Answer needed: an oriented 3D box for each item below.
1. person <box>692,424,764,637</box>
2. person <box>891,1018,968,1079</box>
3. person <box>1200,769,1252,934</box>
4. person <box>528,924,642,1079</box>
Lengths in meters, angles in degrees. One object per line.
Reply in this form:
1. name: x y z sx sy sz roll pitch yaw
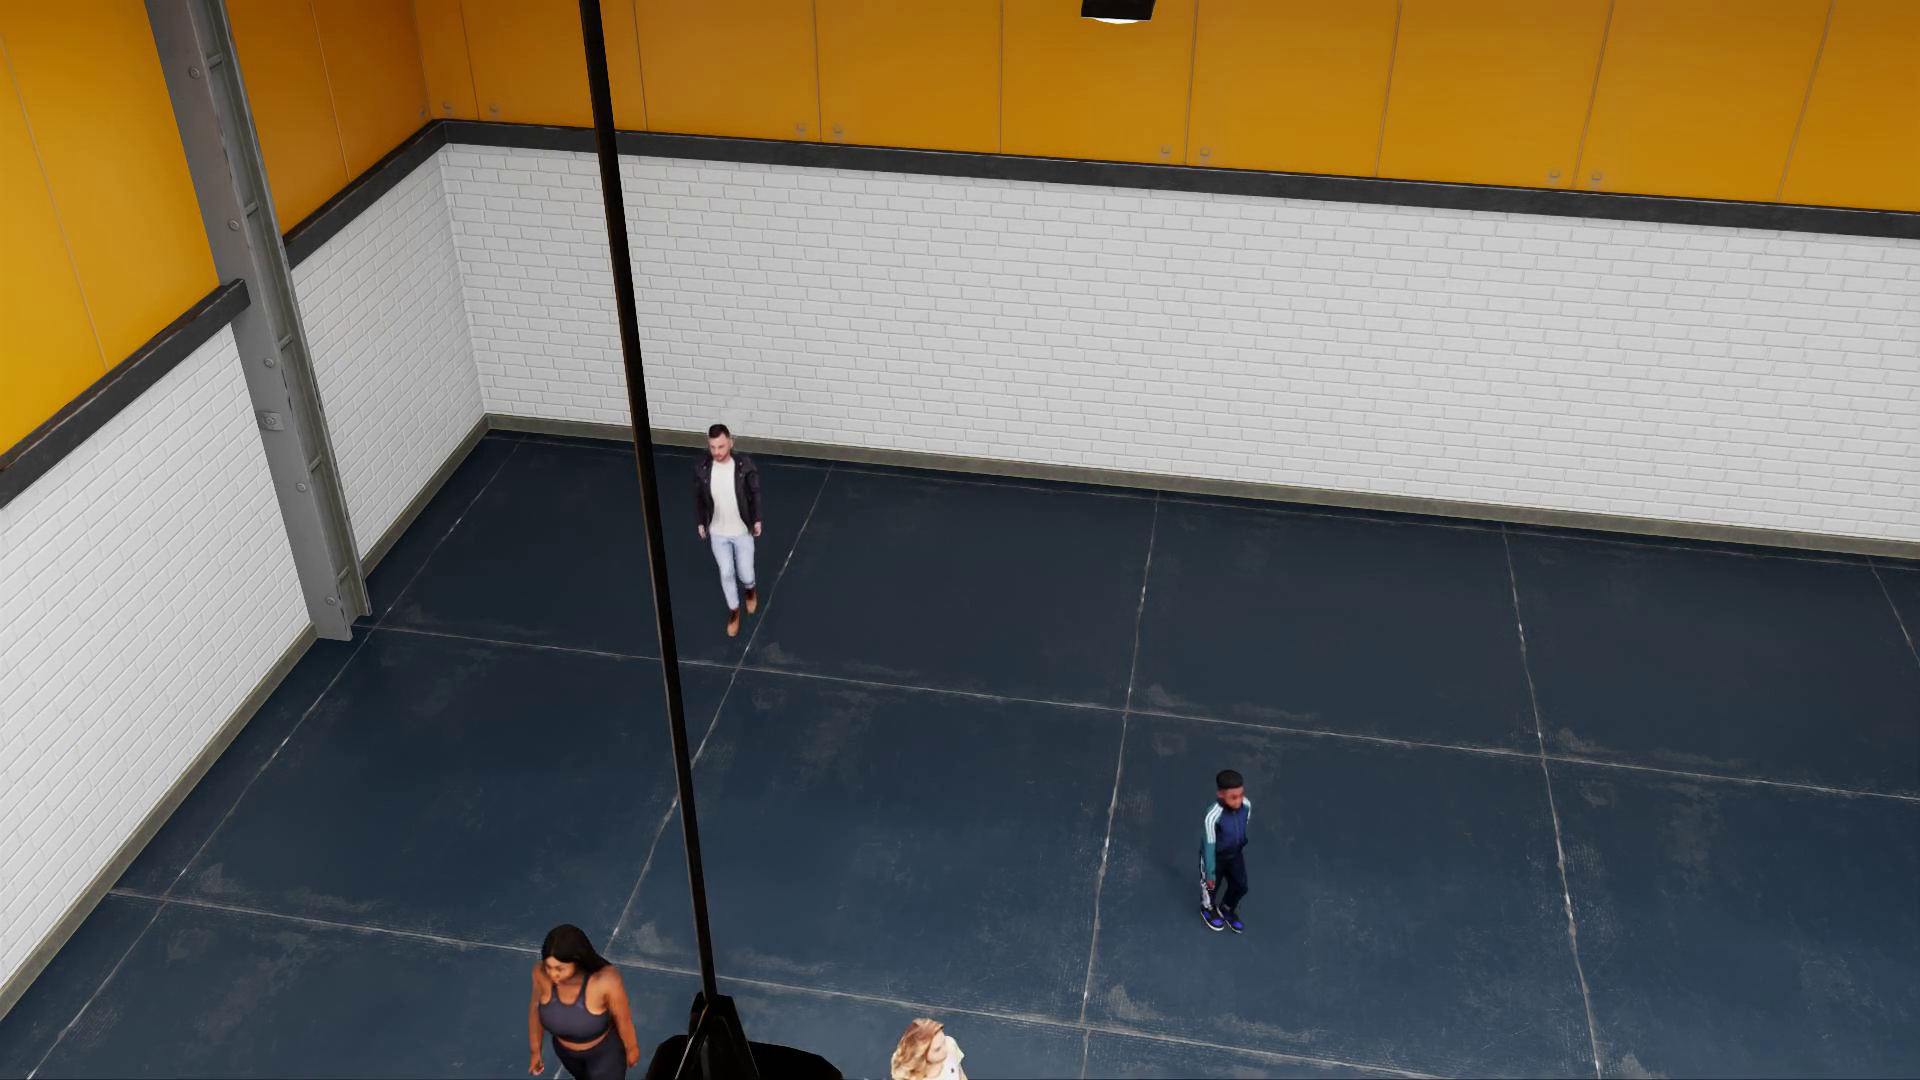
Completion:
1. person: -1.760 -0.138 12.863 0.723 1.828 0.745 0 34 1
2. person: -0.237 2.949 8.356 0.975 1.675 1.190 18 38 25
3. person: 1.599 1.896 10.328 0.597 1.246 0.643 -13 36 -19
4. person: -1.914 2.610 8.771 0.755 1.781 1.111 10 35 14
